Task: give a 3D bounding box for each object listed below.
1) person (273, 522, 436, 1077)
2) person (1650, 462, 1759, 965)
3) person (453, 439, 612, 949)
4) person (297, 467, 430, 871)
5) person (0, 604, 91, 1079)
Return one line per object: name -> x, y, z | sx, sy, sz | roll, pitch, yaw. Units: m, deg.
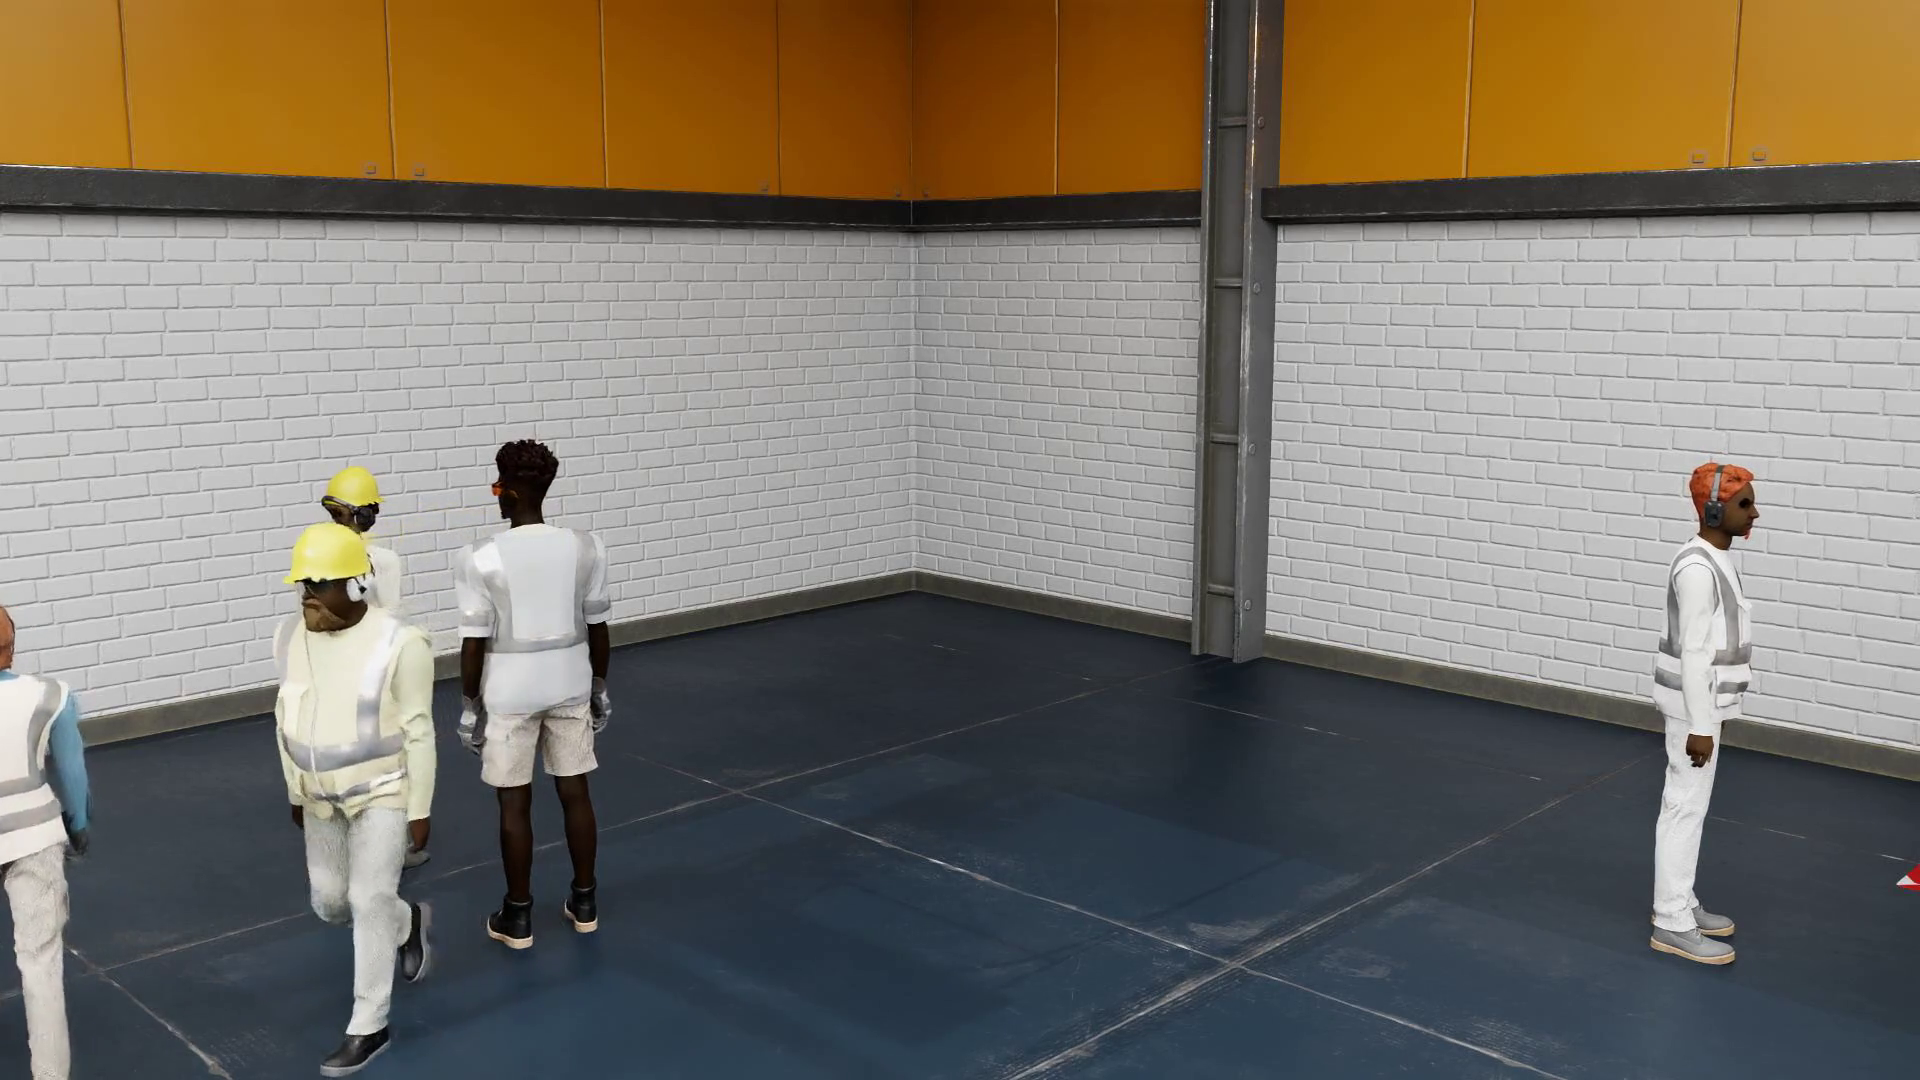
person -> -1.986, 0.809, 5.590 | 0.588, 1.808, 0.676 | 3, 10, 17
person -> 2.834, 0.645, 6.342 | 0.355, 1.883, 0.575 | 5, 10, 26
person -> -1.641, 0.588, 6.430 | 0.613, 1.965, 0.361 | -6, 11, -33
person -> -2.593, 0.566, 7.183 | 0.526, 1.768, 0.331 | 3, 10, 18
person -> -3.044, 0.965, 5.270 | 0.541, 1.590, 0.875 | -6, 11, -34
